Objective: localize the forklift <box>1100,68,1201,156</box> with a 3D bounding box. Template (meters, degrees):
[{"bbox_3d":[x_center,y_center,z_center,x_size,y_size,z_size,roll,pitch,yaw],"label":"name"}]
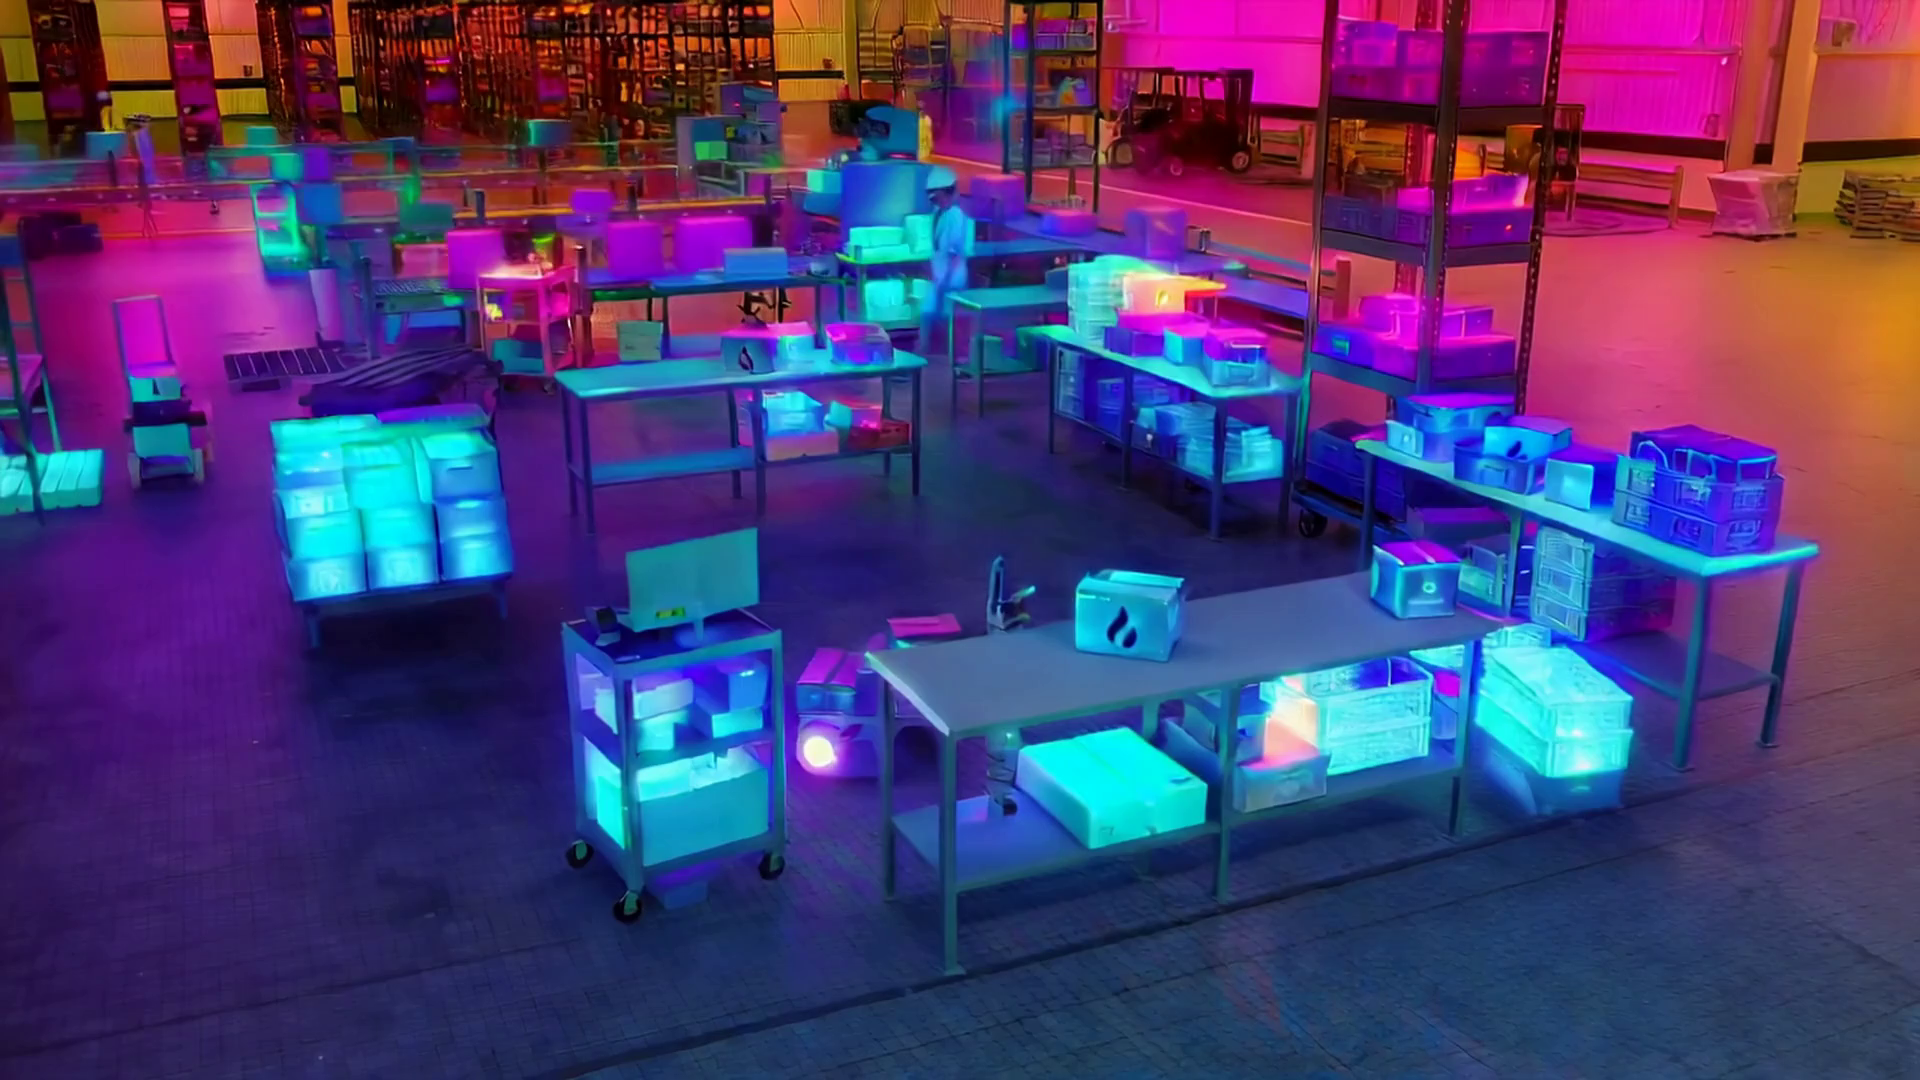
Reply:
[{"bbox_3d":[4.082,-9.564,37.410,2.680,1.987,1.157,-8,19,-23],"label":"forklift"}]

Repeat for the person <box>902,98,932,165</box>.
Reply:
[{"bbox_3d":[-0.764,-6.975,29.909,0.656,1.889,0.443,-8,19,-25],"label":"person"}]

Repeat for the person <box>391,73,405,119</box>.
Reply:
[{"bbox_3d":[-14.935,-11.570,44.502,0.595,1.830,0.574,-1,18,-4],"label":"person"}]

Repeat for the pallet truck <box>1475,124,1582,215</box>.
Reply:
[{"bbox_3d":[9.707,-6.455,28.103,1.885,1.965,0.823,-7,19,-20],"label":"pallet truck"}]

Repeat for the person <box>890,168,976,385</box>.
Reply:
[{"bbox_3d":[-0.218,-2.392,15.294,0.992,1.996,0.633,-7,19,-22],"label":"person"}]

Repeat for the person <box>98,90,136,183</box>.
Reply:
[{"bbox_3d":[-16.269,-7.729,32.252,0.793,1.923,0.446,7,19,21],"label":"person"}]

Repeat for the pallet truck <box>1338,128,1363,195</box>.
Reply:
[{"bbox_3d":[7.845,-7.140,31.411,1.522,1.261,0.704,-9,20,-25],"label":"pallet truck"}]

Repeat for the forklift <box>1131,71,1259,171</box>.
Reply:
[{"bbox_3d":[4.998,-8.936,35.413,2.680,1.987,1.157,-9,20,-25],"label":"forklift"}]

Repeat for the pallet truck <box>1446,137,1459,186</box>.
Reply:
[{"bbox_3d":[9.184,-6.485,29.328,1.630,1.274,0.653,-8,19,-23],"label":"pallet truck"}]

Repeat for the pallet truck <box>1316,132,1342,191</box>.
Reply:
[{"bbox_3d":[7.723,-7.504,32.656,1.601,1.201,0.680,-8,19,-23],"label":"pallet truck"}]

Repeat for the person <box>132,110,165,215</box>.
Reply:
[{"bbox_3d":[-13.951,-6.472,28.531,0.318,1.769,0.522,-12,21,-33],"label":"person"}]

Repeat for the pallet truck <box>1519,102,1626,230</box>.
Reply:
[{"bbox_3d":[9.972,-6.037,26.785,1.885,1.965,0.823,-9,20,-25],"label":"pallet truck"}]
